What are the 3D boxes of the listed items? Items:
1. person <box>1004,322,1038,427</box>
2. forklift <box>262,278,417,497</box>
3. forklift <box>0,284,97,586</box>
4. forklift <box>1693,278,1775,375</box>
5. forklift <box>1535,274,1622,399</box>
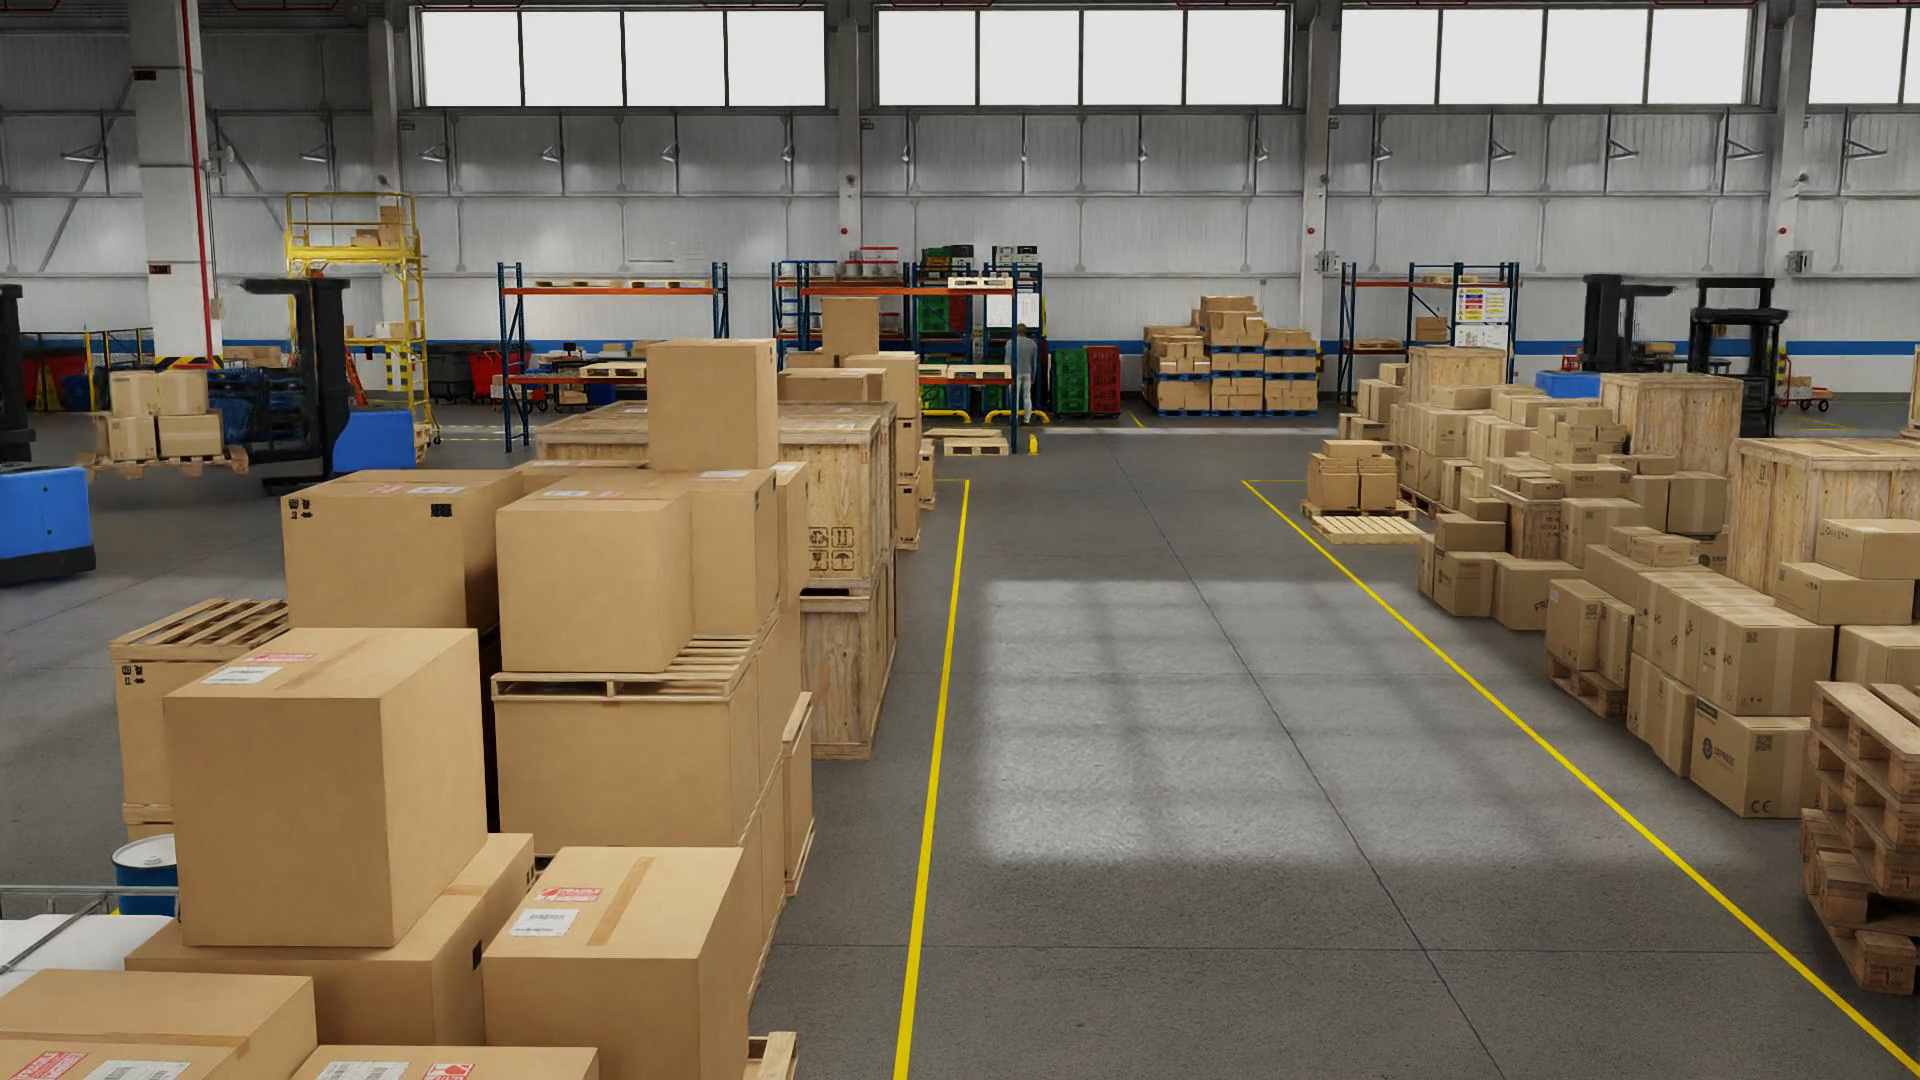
[{"bbox_3d":[1.118,-3.042,30.682,0.633,1.939,0.368,-3,10,-20],"label":"person"},{"bbox_3d":[-8.253,-2.054,21.937,1.873,2.768,1.129,-4,10,-25],"label":"forklift"},{"bbox_3d":[-9.383,-1.046,15.903,1.873,2.768,1.129,6,11,30],"label":"forklift"},{"bbox_3d":[10.431,-2.164,22.600,1.129,2.768,1.873,3,10,19],"label":"forklift"},{"bbox_3d":[11.228,-3.280,29.282,1.873,2.768,1.129,0,9,1],"label":"forklift"}]
